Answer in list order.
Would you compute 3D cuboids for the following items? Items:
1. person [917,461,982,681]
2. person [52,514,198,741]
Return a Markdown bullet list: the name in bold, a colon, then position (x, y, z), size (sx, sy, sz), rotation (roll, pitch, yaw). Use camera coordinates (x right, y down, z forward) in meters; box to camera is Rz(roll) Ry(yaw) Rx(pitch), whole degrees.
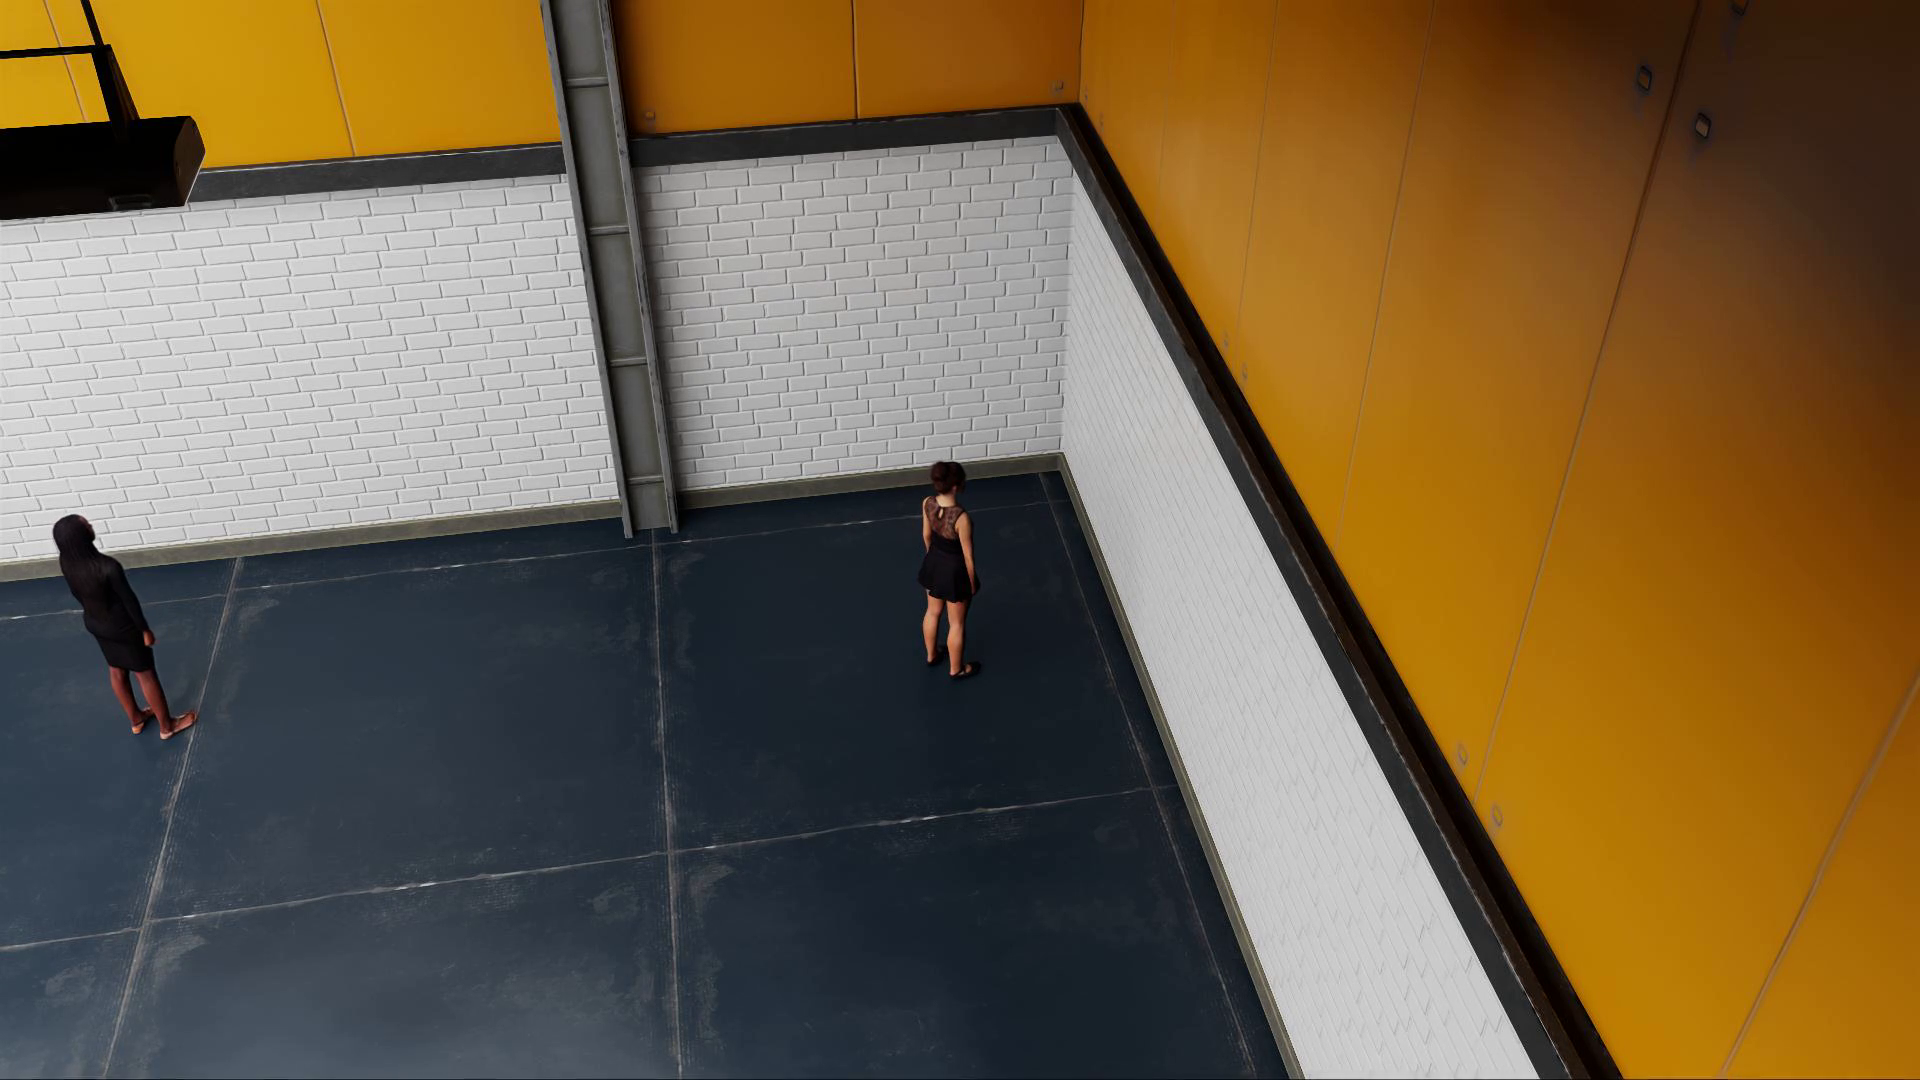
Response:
- **person**: position (-0.077, 0.187, 10.765), size (0.681, 1.677, 0.724), rotation (31, 48, 33)
- **person**: position (-5.225, 0.532, 10.299), size (0.630, 1.719, 0.746), rotation (13, 41, 16)
